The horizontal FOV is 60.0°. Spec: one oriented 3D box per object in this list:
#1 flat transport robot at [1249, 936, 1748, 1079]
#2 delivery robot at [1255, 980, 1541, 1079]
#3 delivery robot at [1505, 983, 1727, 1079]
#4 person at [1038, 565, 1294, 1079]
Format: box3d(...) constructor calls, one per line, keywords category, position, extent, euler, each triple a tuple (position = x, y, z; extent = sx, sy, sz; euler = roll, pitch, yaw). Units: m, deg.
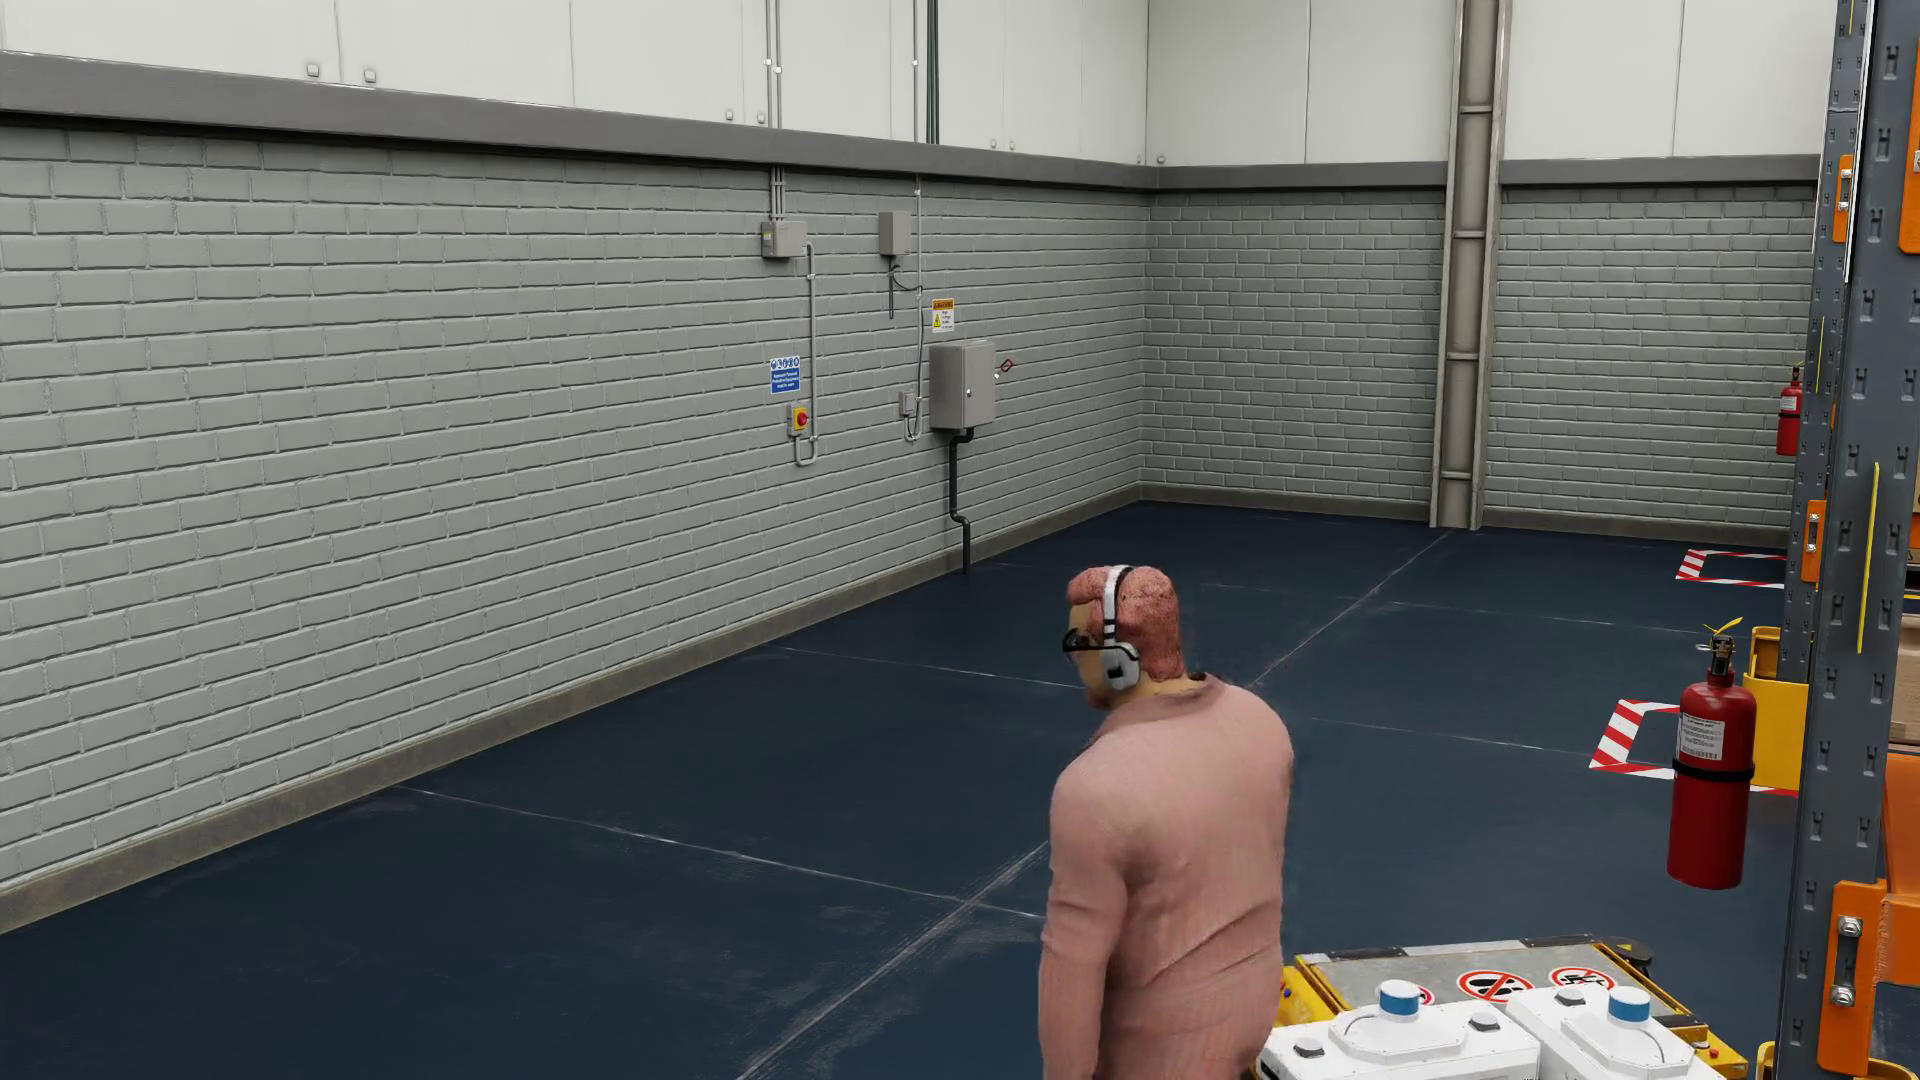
box3d(category="flat transport robot", position=(1.563, 1.464, 5.088), extent=(1.431, 0.197, 0.652), euler=(-2, 11, -9))
box3d(category="delivery robot", position=(1.147, 1.405, 4.383), extent=(0.707, 0.478, 0.477), euler=(-3, 11, -15))
box3d(category="delivery robot", position=(1.734, 1.412, 4.346), extent=(0.477, 0.478, 0.707), euler=(-2, 11, -12))
box3d(category="person", position=(0.376, 0.974, 3.385), extent=(0.661, 1.874, 0.676), euler=(10, 14, 44))
